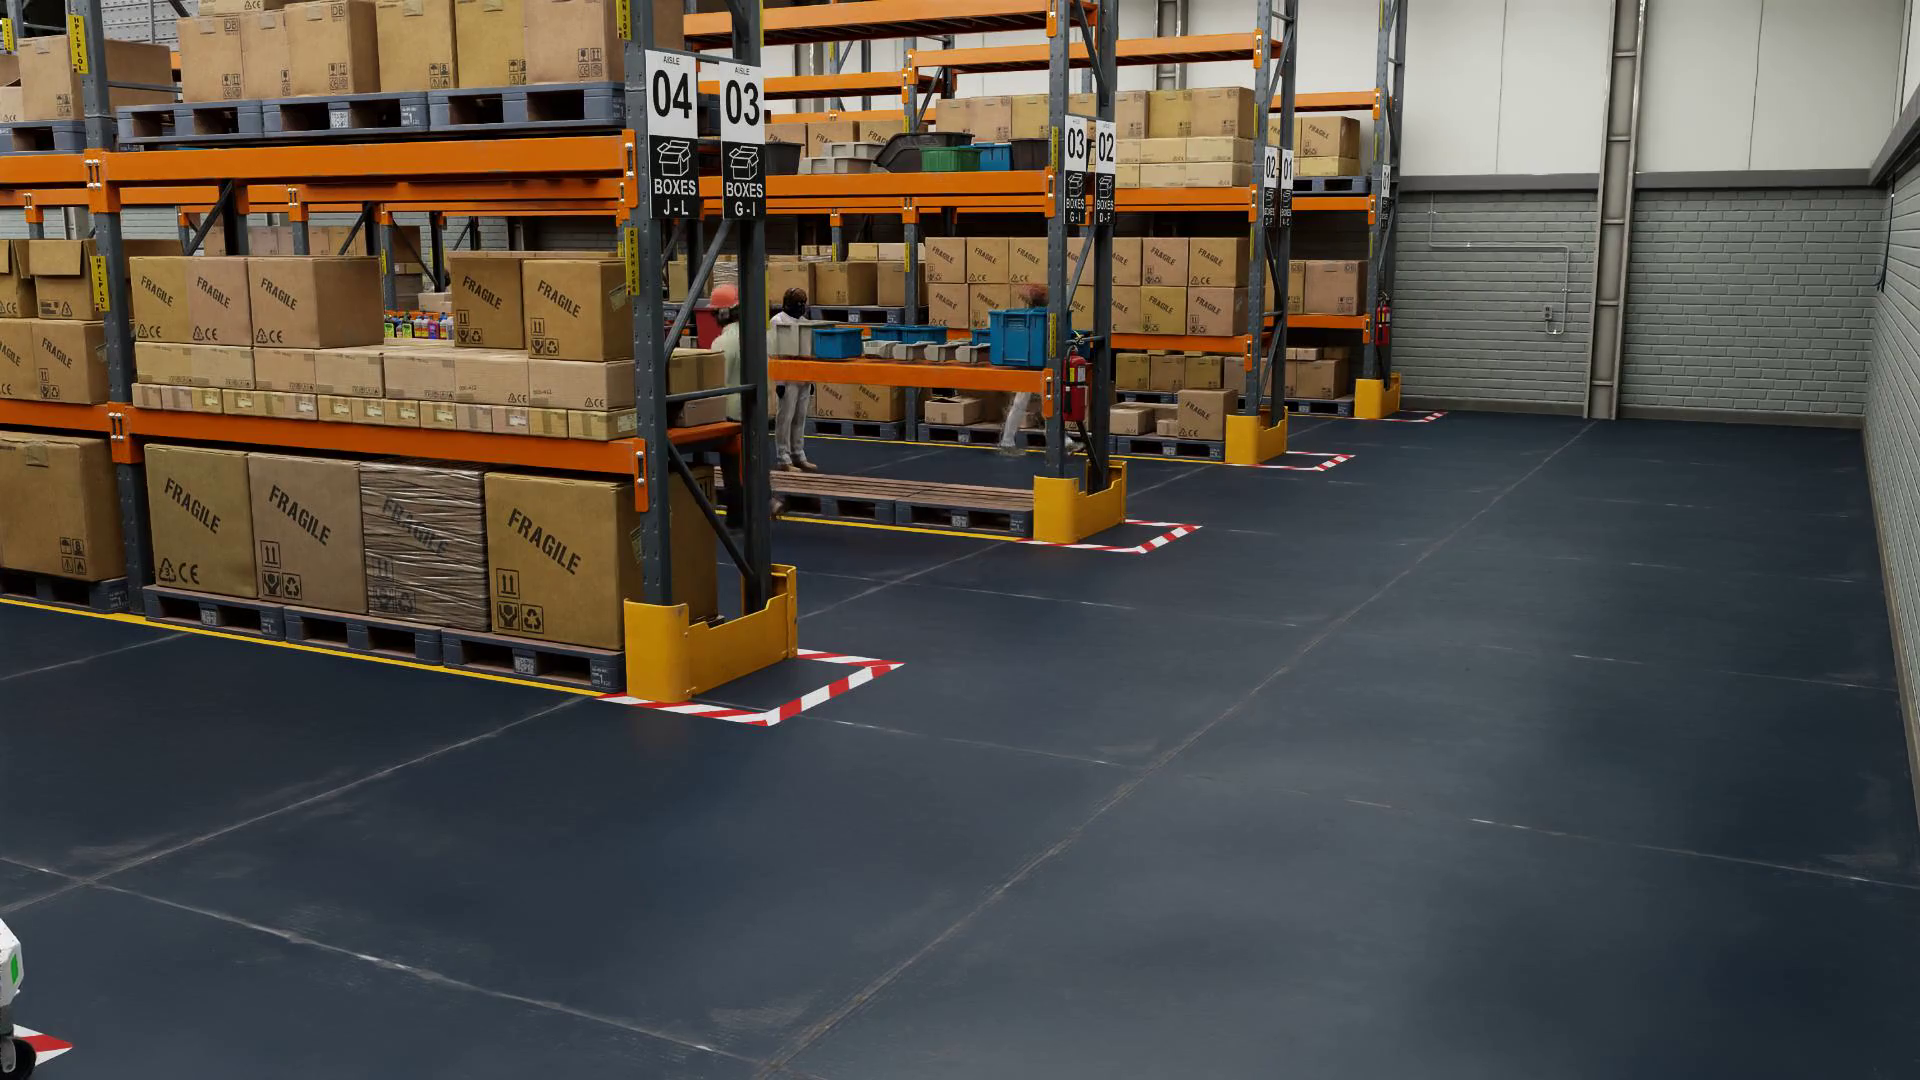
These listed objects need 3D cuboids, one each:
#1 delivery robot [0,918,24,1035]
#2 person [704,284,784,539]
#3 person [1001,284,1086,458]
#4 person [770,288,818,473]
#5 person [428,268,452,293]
[{"bbox_3d":[-2.923,1.227,4.454,0.707,0.478,0.477,-9,14,-41],"label":"delivery robot"},{"bbox_3d":[-1.715,-0.978,12.834,0.496,1.978,0.649,4,11,22],"label":"person"},{"bbox_3d":[0.849,-1.763,17.520,0.997,1.826,0.604,5,12,26],"label":"person"},{"bbox_3d":[-1.637,-1.573,16.481,0.429,1.839,0.623,5,12,26],"label":"person"},{"bbox_3d":[-7.967,-3.270,25.721,0.429,1.842,0.636,1,10,4],"label":"person"}]
